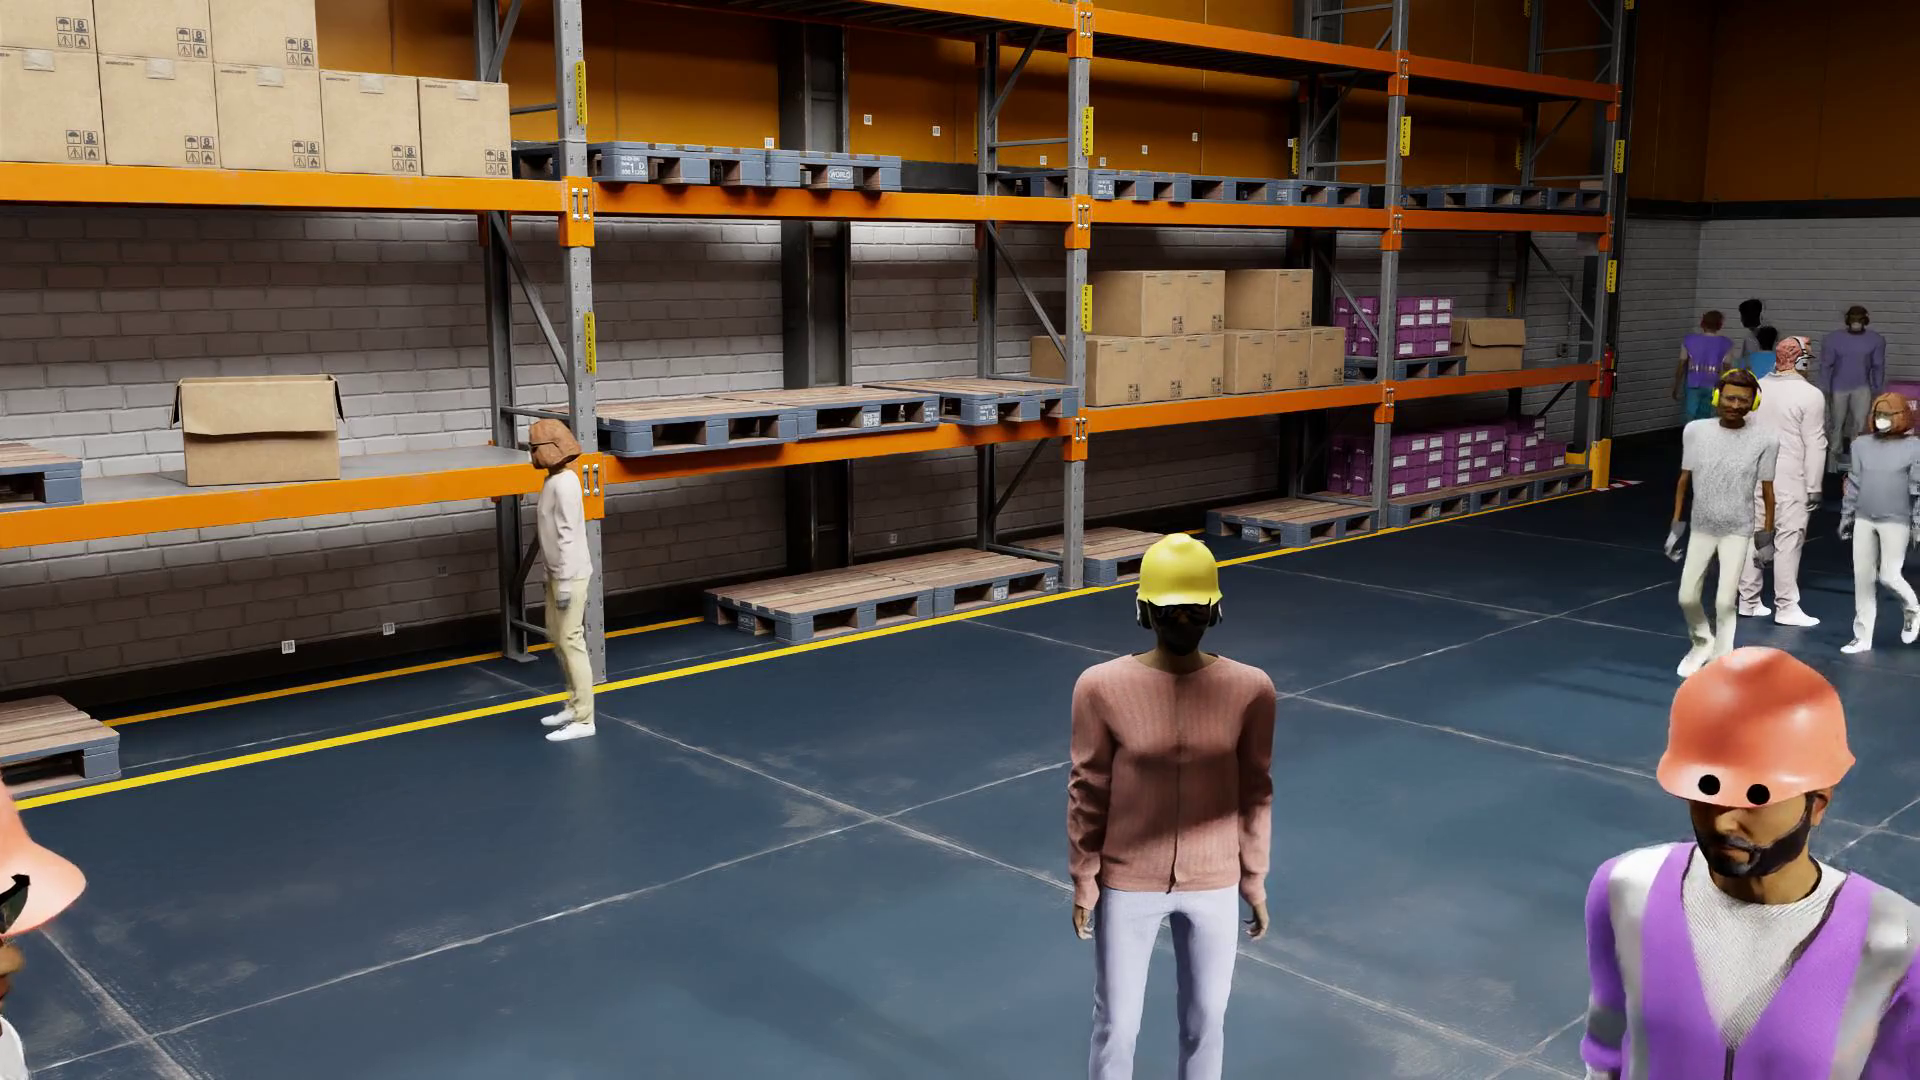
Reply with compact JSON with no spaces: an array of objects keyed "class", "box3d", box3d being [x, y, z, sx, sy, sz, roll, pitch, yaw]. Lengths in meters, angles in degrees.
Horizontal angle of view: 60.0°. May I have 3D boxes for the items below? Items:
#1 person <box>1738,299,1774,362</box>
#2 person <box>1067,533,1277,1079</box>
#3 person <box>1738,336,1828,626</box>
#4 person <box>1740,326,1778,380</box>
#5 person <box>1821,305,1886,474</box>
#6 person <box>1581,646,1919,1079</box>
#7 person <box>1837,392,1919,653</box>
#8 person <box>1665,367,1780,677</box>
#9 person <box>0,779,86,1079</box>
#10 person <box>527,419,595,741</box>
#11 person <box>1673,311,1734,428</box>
[{"class":"person","box3d":[9.338,-1.867,19.608,0.563,1.927,0.673,8,12,38]},{"class":"person","box3d":[0.524,0.855,4.141,0.522,1.769,0.310,-1,10,-6]},{"class":"person","box3d":[5.458,-0.391,11.022,0.401,1.910,0.641,-4,10,-21]},{"class":"person","box3d":[8.728,-1.479,18.049,0.547,1.667,0.674,6,12,33]},{"class":"person","box3d":[9.805,-1.623,18.288,0.632,1.881,0.995,4,11,24]},{"class":"person","box3d":[1.153,1.082,2.459,0.566,1.883,0.996,8,13,41]},{"class":"person","box3d":[5.673,-0.100,10.169,0.455,1.624,0.509,-5,11,-29]},{"class":"person","box3d":[4.226,-0.047,9.224,0.548,1.838,0.598,7,12,35]},{"class":"person","box3d":[-0.989,1.147,1.617,0.397,2.043,0.610,-1,10,-8]},{"class":"person","box3d":[-2.010,0.198,8.411,0.286,1.624,0.500,-4,10,-22]},{"class":"person","box3d":[8.675,-1.767,19.415,0.597,1.808,0.761,2,10,9]}]
